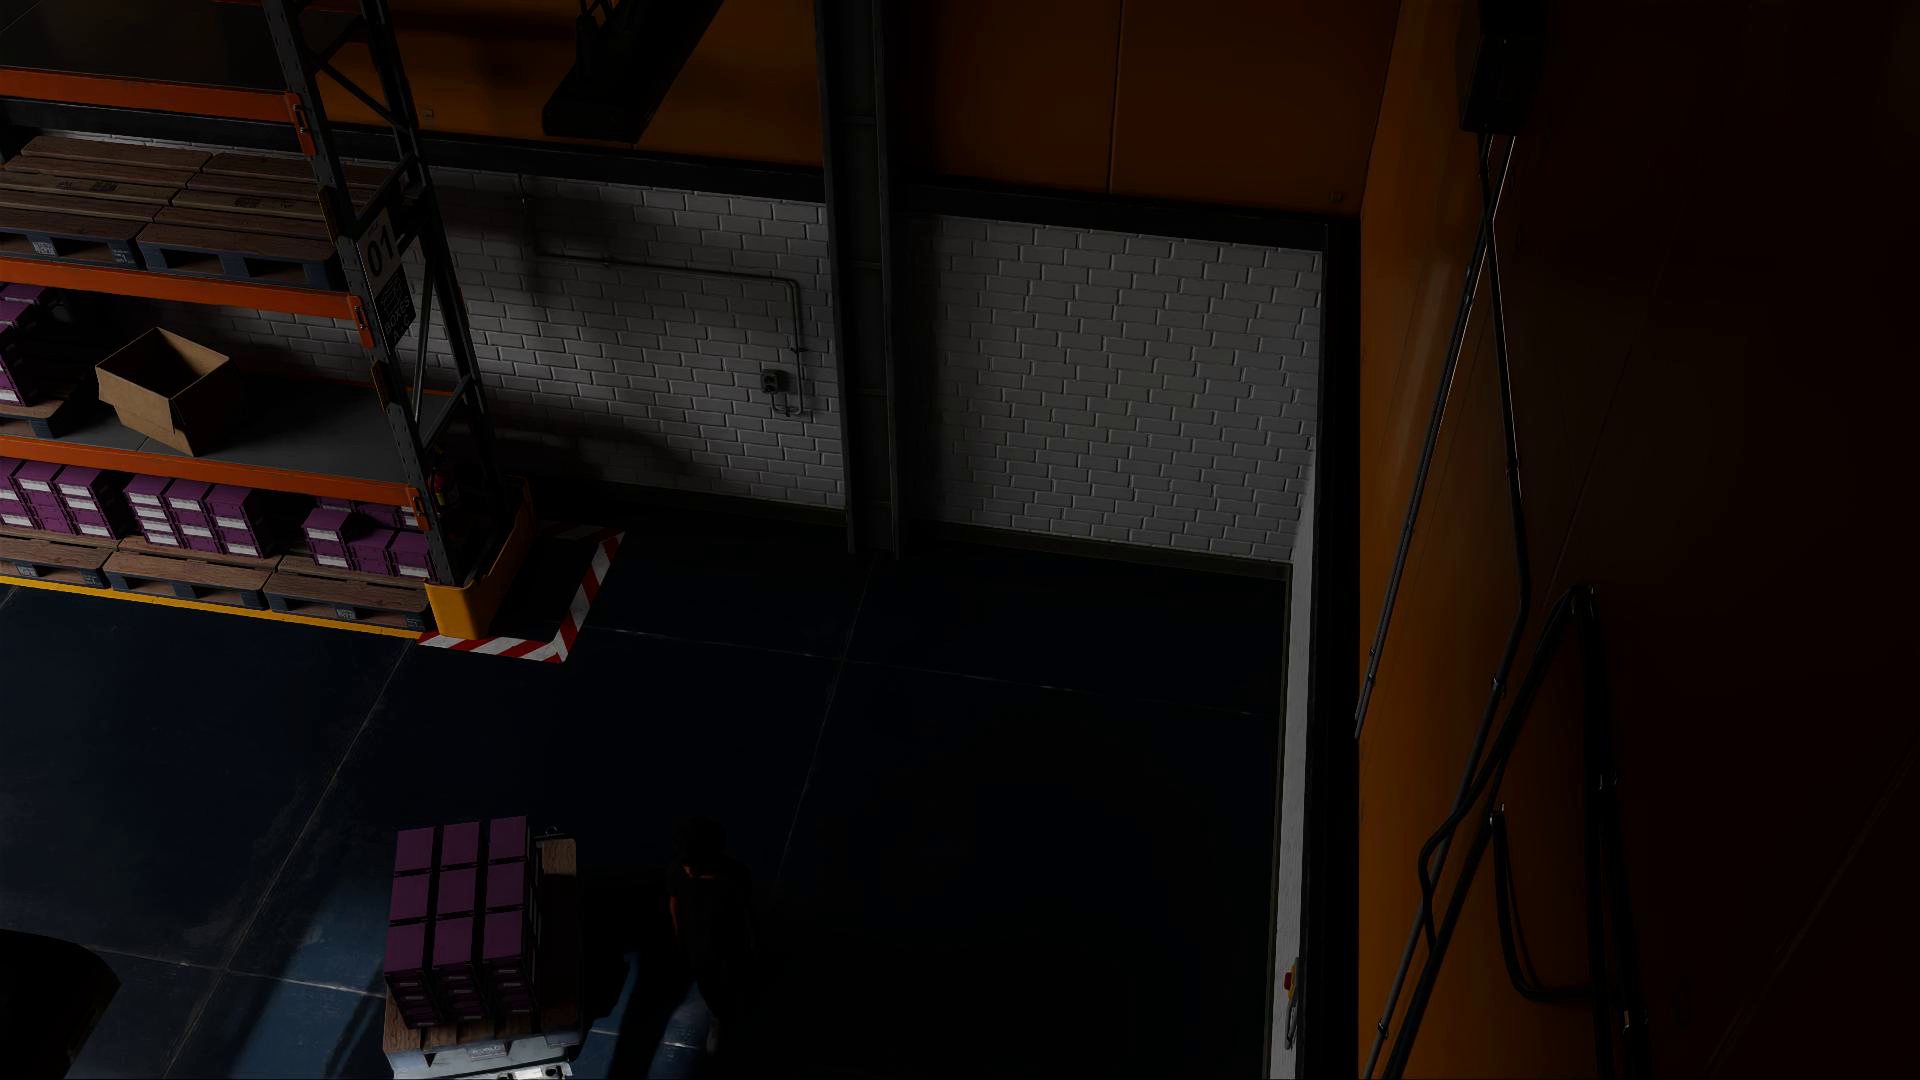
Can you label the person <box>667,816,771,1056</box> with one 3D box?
[{"bbox_3d":[-1.265,2.031,8.867,0.737,1.770,0.701,6,44,6],"label":"person"}]
